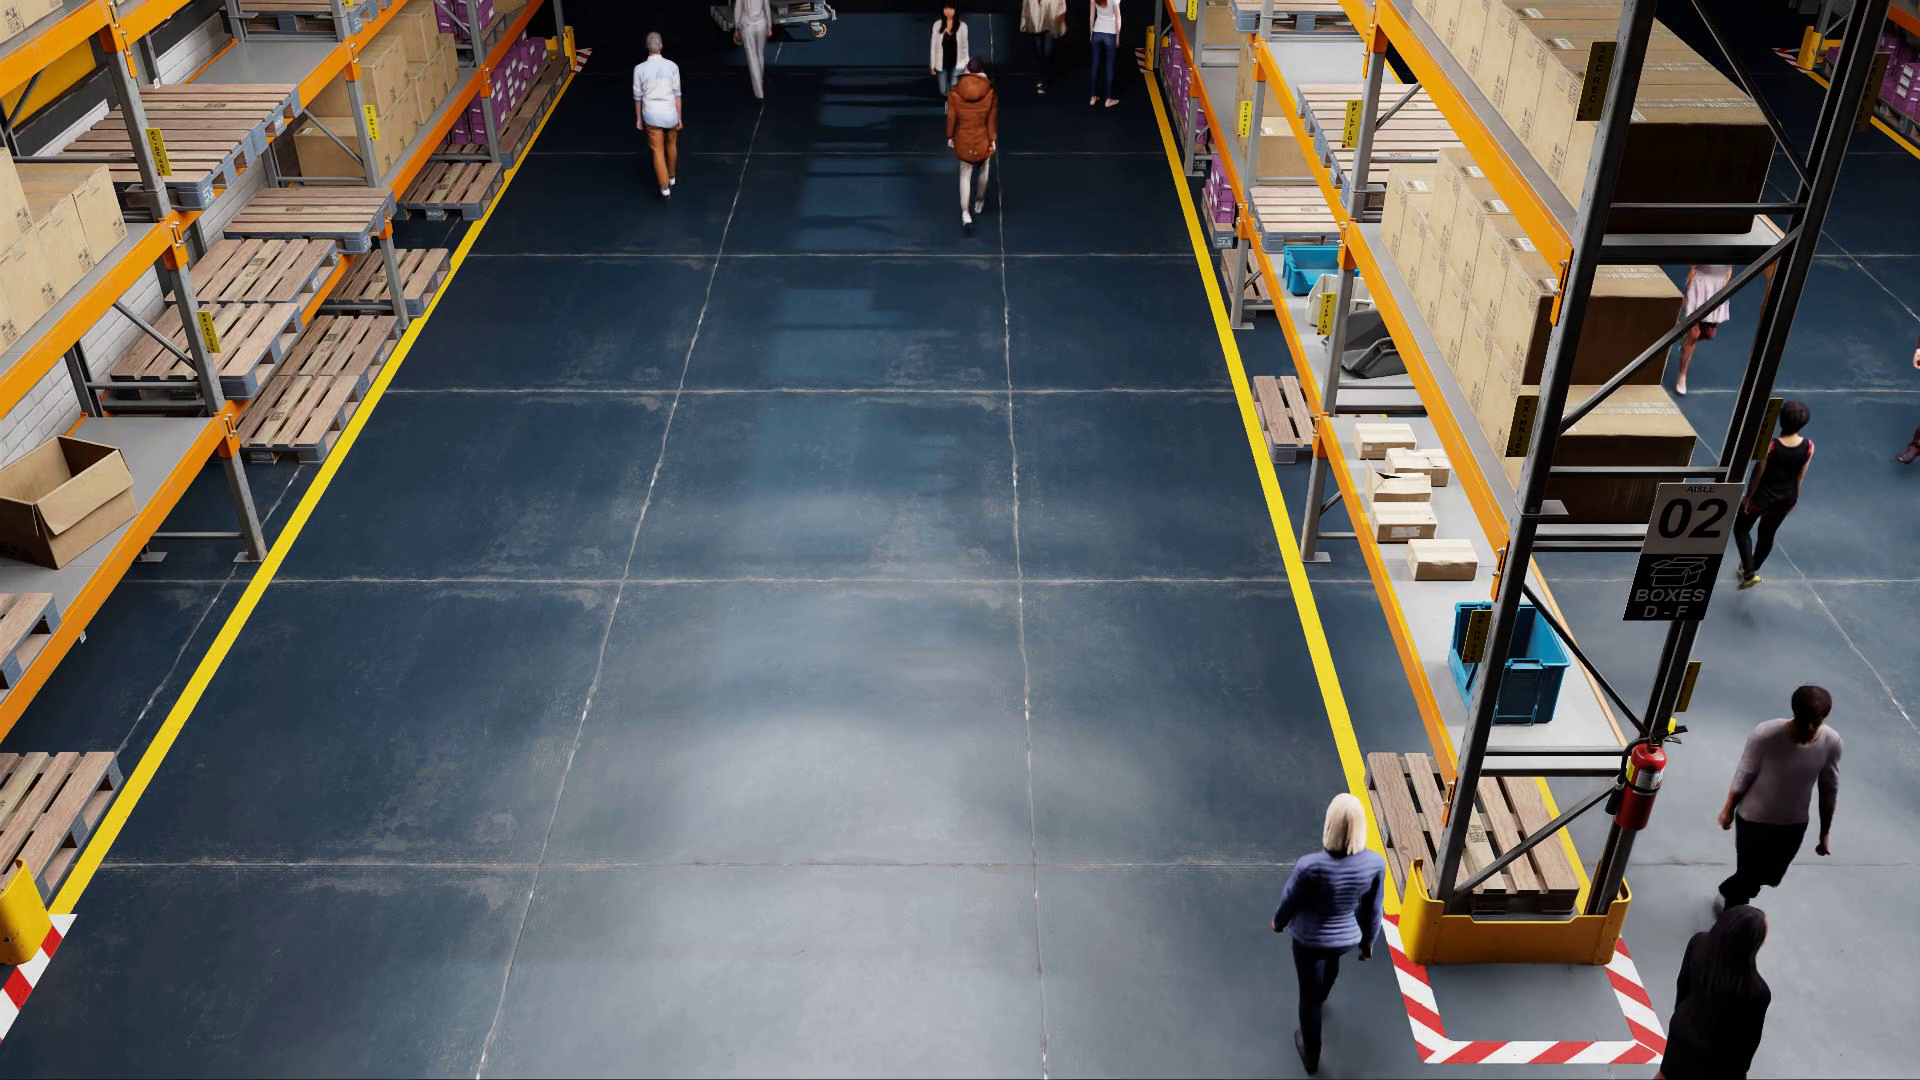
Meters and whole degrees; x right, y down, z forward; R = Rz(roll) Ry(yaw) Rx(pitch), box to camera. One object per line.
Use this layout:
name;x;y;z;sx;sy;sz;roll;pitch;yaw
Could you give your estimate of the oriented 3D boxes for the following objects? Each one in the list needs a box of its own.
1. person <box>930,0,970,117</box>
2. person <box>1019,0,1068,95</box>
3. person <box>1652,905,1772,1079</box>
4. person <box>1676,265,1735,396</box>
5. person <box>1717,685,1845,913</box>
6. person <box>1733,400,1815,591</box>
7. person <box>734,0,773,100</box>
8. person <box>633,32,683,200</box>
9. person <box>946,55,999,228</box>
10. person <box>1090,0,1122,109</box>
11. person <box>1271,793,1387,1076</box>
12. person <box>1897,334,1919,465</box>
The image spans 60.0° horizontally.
person;-0.118;-5.844;20.376;0.658;1.619;0.985;2;34;3
person;1.150;-6.792;21.574;0.963;1.871;1.065;16;37;23
person;3.542;2.385;7.903;0.743;1.721;0.596;-14;36;-20
person;6.557;-2.167;14.723;0.624;1.754;0.862;3;34;5
person;4.446;1.481;9.176;0.675;1.818;0.841;0;34;0
person;5.900;-0.270;12.063;0.575;1.537;0.779;3;34;4
person;-2.630;-6.505;21.269;0.852;1.731;1.110;-11;35;-17
person;-3.318;-4.670;18.451;0.891;1.794;1.211;-9;35;-13
person;0.134;-4.222;17.768;0.718;1.805;1.099;1;34;1
person;1.823;-6.374;21.066;0.652;1.738;0.672;18;38;25
person;1.878;2.049;8.408;0.730;1.722;0.913;-6;34;-9
person;8.209;-1.546;13.736;1.212;1.811;1.259;-24;40;-31
